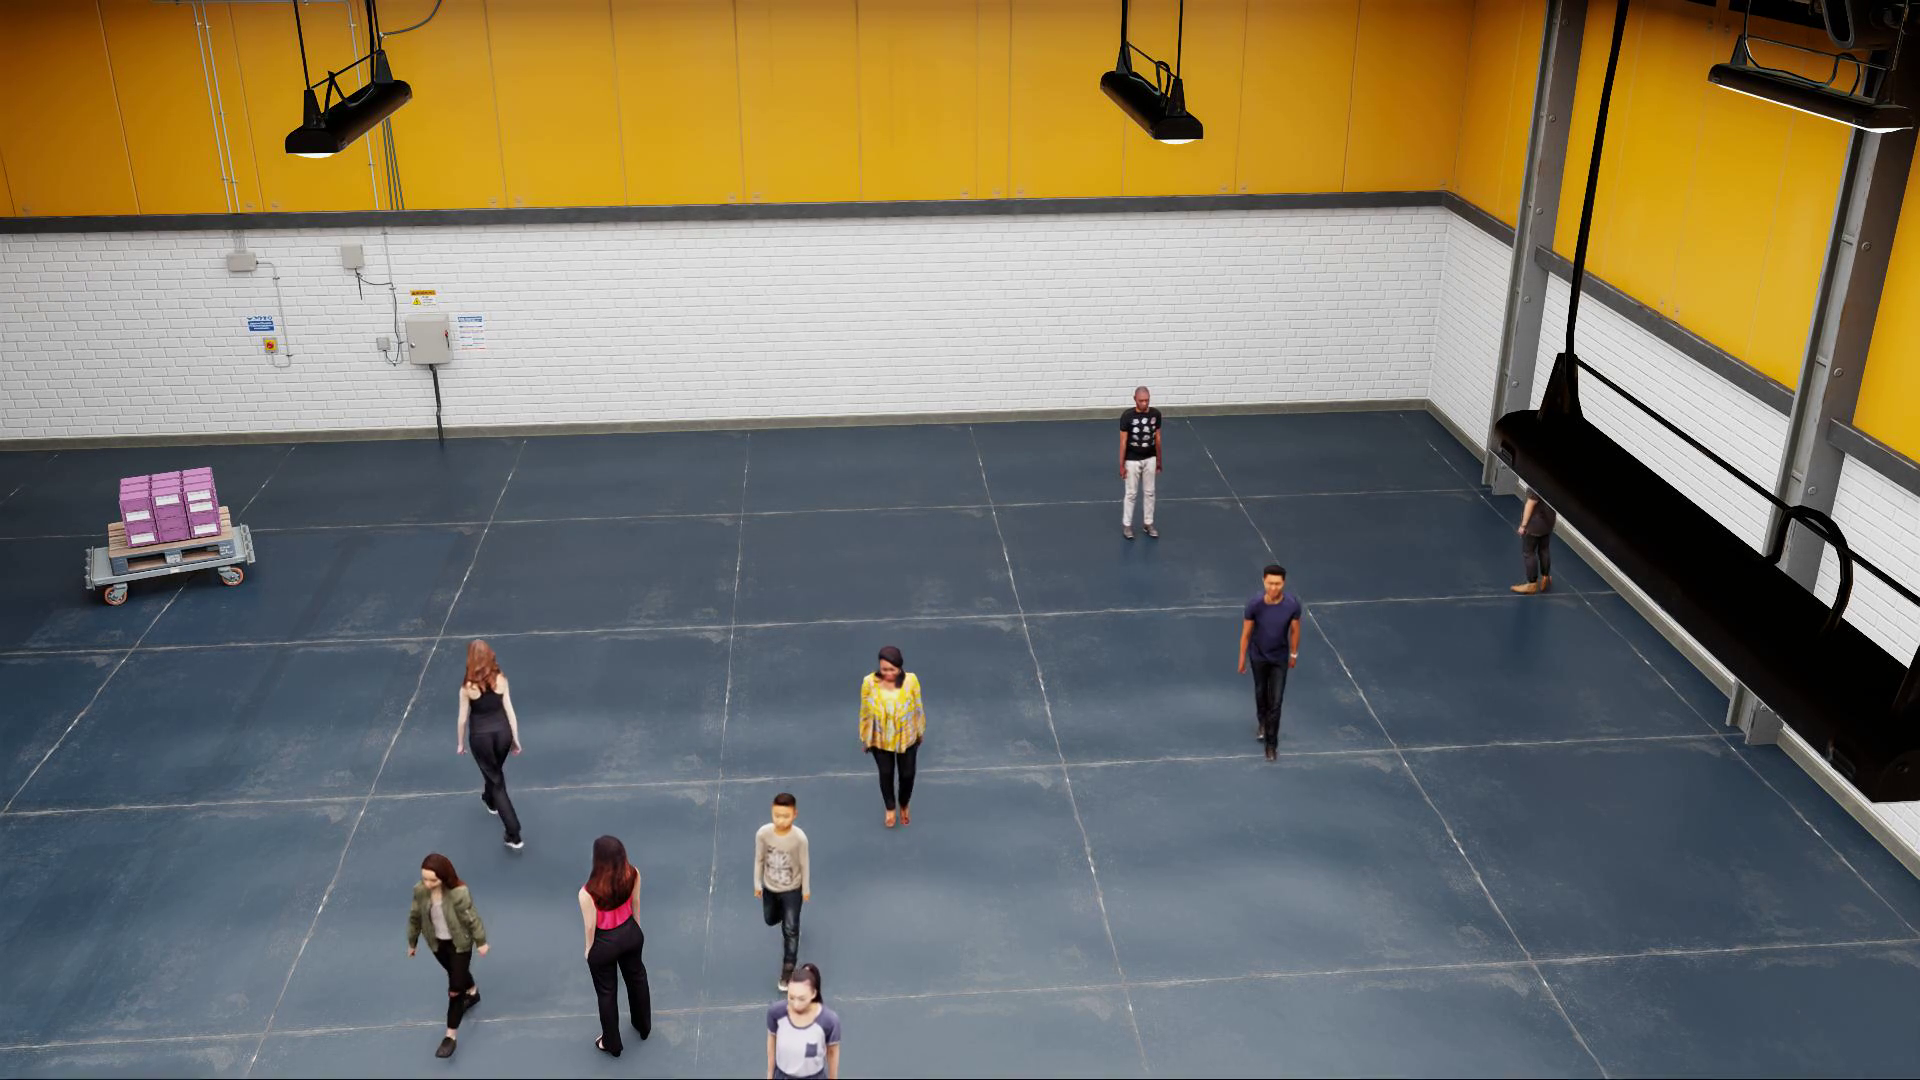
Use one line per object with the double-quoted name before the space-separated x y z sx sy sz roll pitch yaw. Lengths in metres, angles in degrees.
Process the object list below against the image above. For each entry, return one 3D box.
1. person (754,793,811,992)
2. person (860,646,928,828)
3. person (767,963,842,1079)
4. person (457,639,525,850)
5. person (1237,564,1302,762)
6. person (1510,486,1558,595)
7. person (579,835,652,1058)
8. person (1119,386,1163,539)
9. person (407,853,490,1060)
"person" -1.239 2.416 11.779 0.712 1.449 0.953 4 24 10
"person" -0.539 1.566 13.482 0.720 1.642 0.743 0 24 -1
"person" -0.917 3.172 9.812 0.762 1.639 0.895 6 24 13
"person" -3.695 1.654 13.213 1.008 1.697 1.227 -16 28 -32
"person" 2.729 0.987 14.657 0.836 1.761 1.041 5 24 11
"person" 6.132 -0.221 17.507 0.842 1.692 0.789 -11 26 -24
"person" -2.280 2.655 10.976 0.658 1.653 0.691 -20 30 -38
"person" 2.050 -0.909 18.945 0.694 1.801 0.660 -5 24 -12
"person" -3.393 2.675 11.195 0.866 1.442 1.039 7 25 16
